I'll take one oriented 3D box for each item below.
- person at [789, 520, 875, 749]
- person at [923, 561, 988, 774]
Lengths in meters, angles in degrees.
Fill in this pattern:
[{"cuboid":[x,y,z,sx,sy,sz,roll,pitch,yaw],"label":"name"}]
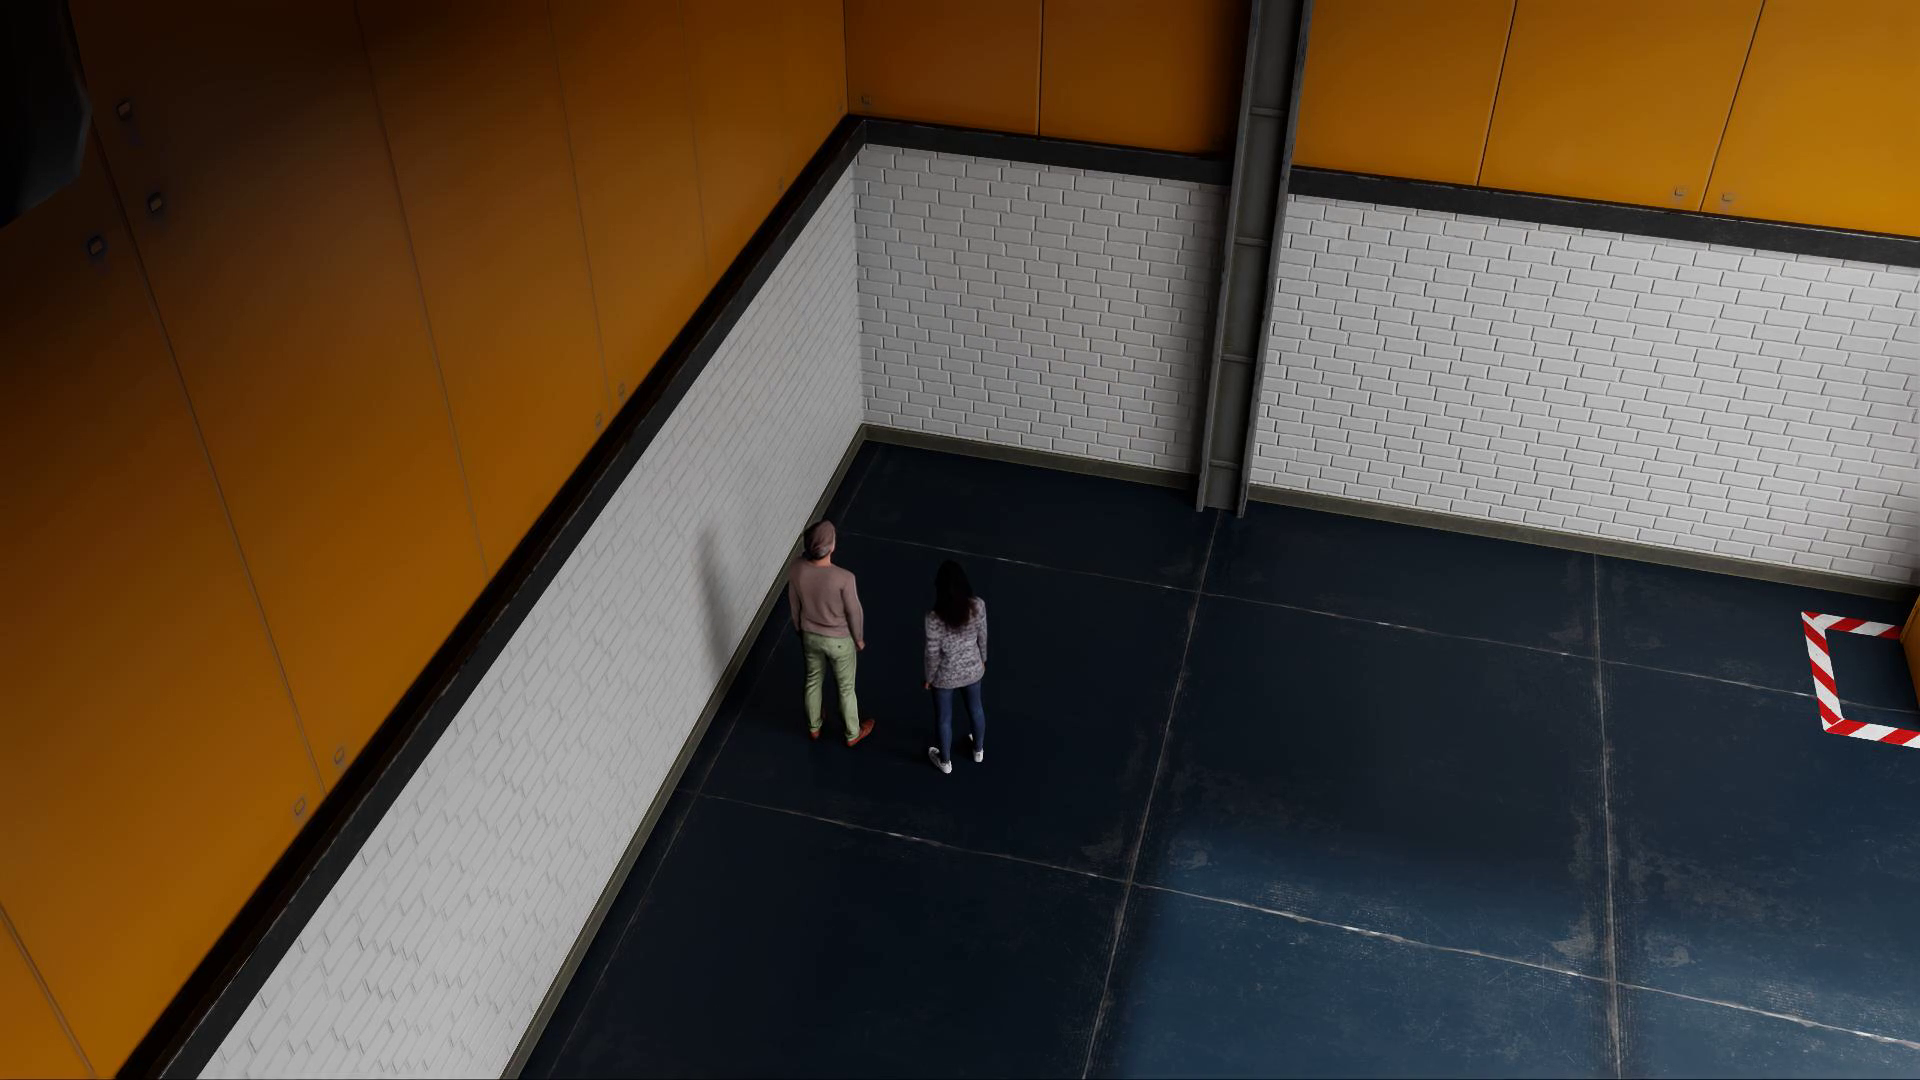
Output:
[{"cuboid":[-0.895,0.647,11.222,0.547,1.875,0.736,12,40,15],"label":"person"},{"cuboid":[-0.032,0.854,11.077,0.659,1.733,0.749,-14,41,-17],"label":"person"}]
